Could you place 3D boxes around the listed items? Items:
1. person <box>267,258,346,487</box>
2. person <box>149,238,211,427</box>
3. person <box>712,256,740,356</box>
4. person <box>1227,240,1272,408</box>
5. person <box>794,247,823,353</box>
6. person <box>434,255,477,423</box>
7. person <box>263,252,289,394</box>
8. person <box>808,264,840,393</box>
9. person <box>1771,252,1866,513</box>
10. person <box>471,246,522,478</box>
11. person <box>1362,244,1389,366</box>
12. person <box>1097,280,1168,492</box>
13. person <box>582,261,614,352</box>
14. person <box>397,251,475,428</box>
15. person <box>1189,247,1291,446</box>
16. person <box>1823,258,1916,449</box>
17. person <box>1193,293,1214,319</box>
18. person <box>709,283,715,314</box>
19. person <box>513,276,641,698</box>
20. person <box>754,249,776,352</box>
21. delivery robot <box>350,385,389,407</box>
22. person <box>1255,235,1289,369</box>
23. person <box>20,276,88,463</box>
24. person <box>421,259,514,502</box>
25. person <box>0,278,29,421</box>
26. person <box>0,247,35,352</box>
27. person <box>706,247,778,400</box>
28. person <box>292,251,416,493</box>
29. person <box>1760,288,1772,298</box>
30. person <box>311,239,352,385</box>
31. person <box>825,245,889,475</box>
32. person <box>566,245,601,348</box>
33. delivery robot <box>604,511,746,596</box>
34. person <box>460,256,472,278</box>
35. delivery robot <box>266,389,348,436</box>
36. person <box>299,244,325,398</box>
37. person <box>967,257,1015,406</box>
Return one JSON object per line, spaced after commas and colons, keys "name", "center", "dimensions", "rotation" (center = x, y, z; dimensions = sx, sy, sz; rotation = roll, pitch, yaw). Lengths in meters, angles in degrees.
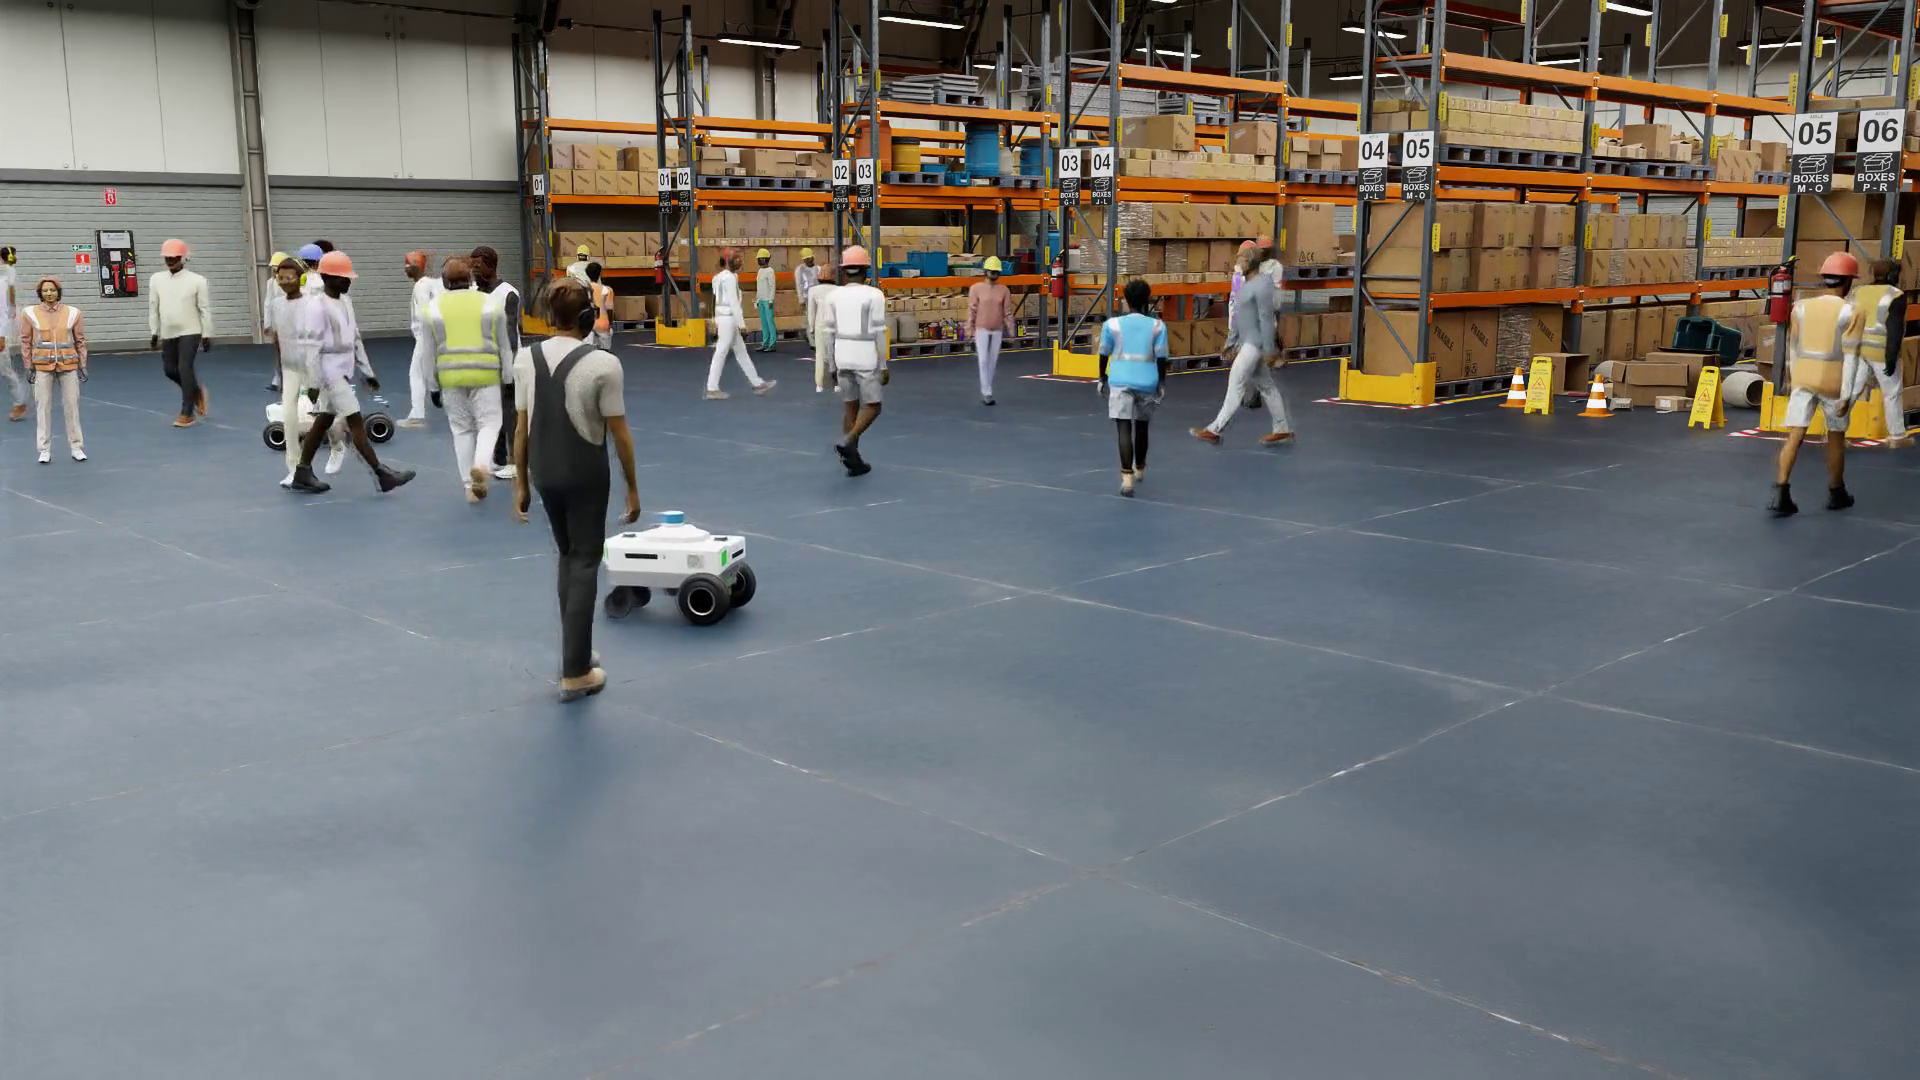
{"name": "person", "center": [-5.359, -1.400, 13.664], "dimensions": [0.536, 1.834, 0.927], "rotation": [1, 10, 4]}
{"name": "person", "center": [-8.276, -2.221, 17.732], "dimensions": [0.624, 1.971, 0.748], "rotation": [1, 10, 4]}
{"name": "person", "center": [-3.784, -3.817, 27.240], "dimensions": [0.686, 1.669, 0.550], "rotation": [10, 15, 44]}
{"name": "person", "center": [3.369, -2.528, 19.494], "dimensions": [0.551, 1.937, 0.357], "rotation": [9, 14, 40]}
{"name": "person", "center": [-2.551, -4.155, 28.734], "dimensions": [0.623, 1.802, 0.501], "rotation": [-9, 14, -41]}
{"name": "person", "center": [-5.517, -2.206, 18.173], "dimensions": [0.644, 1.806, 0.950], "rotation": [-4, 11, -23]}
{"name": "person", "center": [-8.698, -2.825, 21.506], "dimensions": [0.593, 1.798, 0.913], "rotation": [5, 12, 26]}
{"name": "person", "center": [-1.689, -2.700, 21.262], "dimensions": [0.500, 1.633, 0.280], "rotation": [1, 10, 5]}
{"name": "person", "center": [6.237, -1.130, 12.051], "dimensions": [0.998, 1.891, 0.547], "rotation": [-8, 13, -38]}
{"name": "person", "center": [-3.867, -1.486, 13.890], "dimensions": [0.587, 1.912, 0.374], "rotation": [8, 13, 37]}
{"name": "person", "center": [6.476, -3.653, 25.727], "dimensions": [0.844, 1.911, 0.548], "rotation": [-7, 13, -34]}
{"name": "person", "center": [1.366, -1.224, 13.176], "dimensions": [0.537, 1.648, 0.869], "rotation": [-1, 10, -4]}
{"name": "person", "center": [-4.733, -2.756, 21.475], "dimensions": [0.536, 1.669, 0.791], "rotation": [0, 10, 0]}
{"name": "person", "center": [-5.492, -2.112, 17.497], "dimensions": [0.840, 1.852, 0.604], "rotation": [0, 10, -2]}
{"name": "person", "center": [2.722, -1.831, 15.833], "dimensions": [1.033, 1.884, 0.632], "rotation": [0, 10, -2]}
{"name": "person", "center": [8.606, -1.750, 15.654], "dimensions": [0.950, 1.798, 0.641], "rotation": [-3, 11, -16]}
{"name": "person", "center": [4.297, -4.329, 29.339], "dimensions": [0.373, 1.928, 0.584], "rotation": [-5, 11, -24]}
{"name": "person", "center": [-4.761, -5.020, 32.918], "dimensions": [0.950, 2.000, 0.677], "rotation": [-10, 14, -43]}
{"name": "person", "center": [-1.658, -0.250, 7.377], "dimensions": [0.534, 1.821, 0.642], "rotation": [3, 11, 18]}
{"name": "person", "center": [-3.377, -4.141, 28.756], "dimensions": [0.310, 1.768, 0.533], "rotation": [-7, 13, -34]}
{"name": "delivery robot", "center": [-5.974, -1.404, 16.290], "dimensions": [0.698, 0.223, 0.335], "rotation": [-5, 11, -24]}
{"name": "person", "center": [4.534, -3.496, 24.591], "dimensions": [0.950, 2.015, 0.616], "rotation": [-10, 14, -42]}
{"name": "person", "center": [-8.034, -1.515, 14.779], "dimensions": [0.513, 1.642, 0.313], "rotation": [-7, 12, -33]}
{"name": "person", "center": [-3.665, -1.174, 12.406], "dimensions": [0.649, 1.830, 0.612], "rotation": [-2, 11, -10]}
{"name": "person", "center": [-10.382, -2.189, 17.729], "dimensions": [0.599, 1.912, 0.971], "rotation": [0, 10, -2]}
{"name": "person", "center": [-15.078, -3.747, 26.468], "dimensions": [0.543, 1.821, 1.004], "rotation": [7, 12, 33]}
{"name": "person", "center": [-2.713, -2.658, 20.455], "dimensions": [0.952, 1.840, 0.610], "rotation": [-2, 11, -12]}
{"name": "person", "center": [-4.806, -1.292, 12.931], "dimensions": [1.040, 1.870, 0.558], "rotation": [0, 10, 0]}
{"name": "person", "center": [15.729, -4.658, 32.016], "dimensions": [0.765, 1.601, 0.510], "rotation": [-5, 11, -23]}
{"name": "person", "center": [-7.789, -2.743, 20.620], "dimensions": [0.659, 1.962, 0.519], "rotation": [6, 12, 28]}
{"name": "person", "center": [-0.886, -1.481, 13.838], "dimensions": [0.566, 1.918, 0.569], "rotation": [5, 12, 27]}
{"name": "person", "center": [-6.539, -4.214, 28.977], "dimensions": [0.600, 1.829, 0.404], "rotation": [-2, 11, -11]}
{"name": "delivery robot", "center": [-1.517, 0.090, 8.855], "dimensions": [0.707, 0.478, 0.477], "rotation": [2, 11, 12]}
{"name": "person", "center": [-9.248, -4.529, 31.251], "dimensions": [0.455, 1.617, 0.516], "rotation": [-8, 13, -36]}
{"name": "delivery robot", "center": [-6.208, -1.197, 15.857], "dimensions": [0.707, 0.478, 0.477], "rotation": [-1, 11, -6]}
{"name": "person", "center": [-6.986, -2.265, 18.163], "dimensions": [0.626, 1.890, 1.015], "rotation": [5, 12, 25]}
{"name": "person", "center": [0.401, -2.441, 19.524], "dimensions": [0.551, 1.738, 0.713], "rotation": [-4, 11, -23]}
